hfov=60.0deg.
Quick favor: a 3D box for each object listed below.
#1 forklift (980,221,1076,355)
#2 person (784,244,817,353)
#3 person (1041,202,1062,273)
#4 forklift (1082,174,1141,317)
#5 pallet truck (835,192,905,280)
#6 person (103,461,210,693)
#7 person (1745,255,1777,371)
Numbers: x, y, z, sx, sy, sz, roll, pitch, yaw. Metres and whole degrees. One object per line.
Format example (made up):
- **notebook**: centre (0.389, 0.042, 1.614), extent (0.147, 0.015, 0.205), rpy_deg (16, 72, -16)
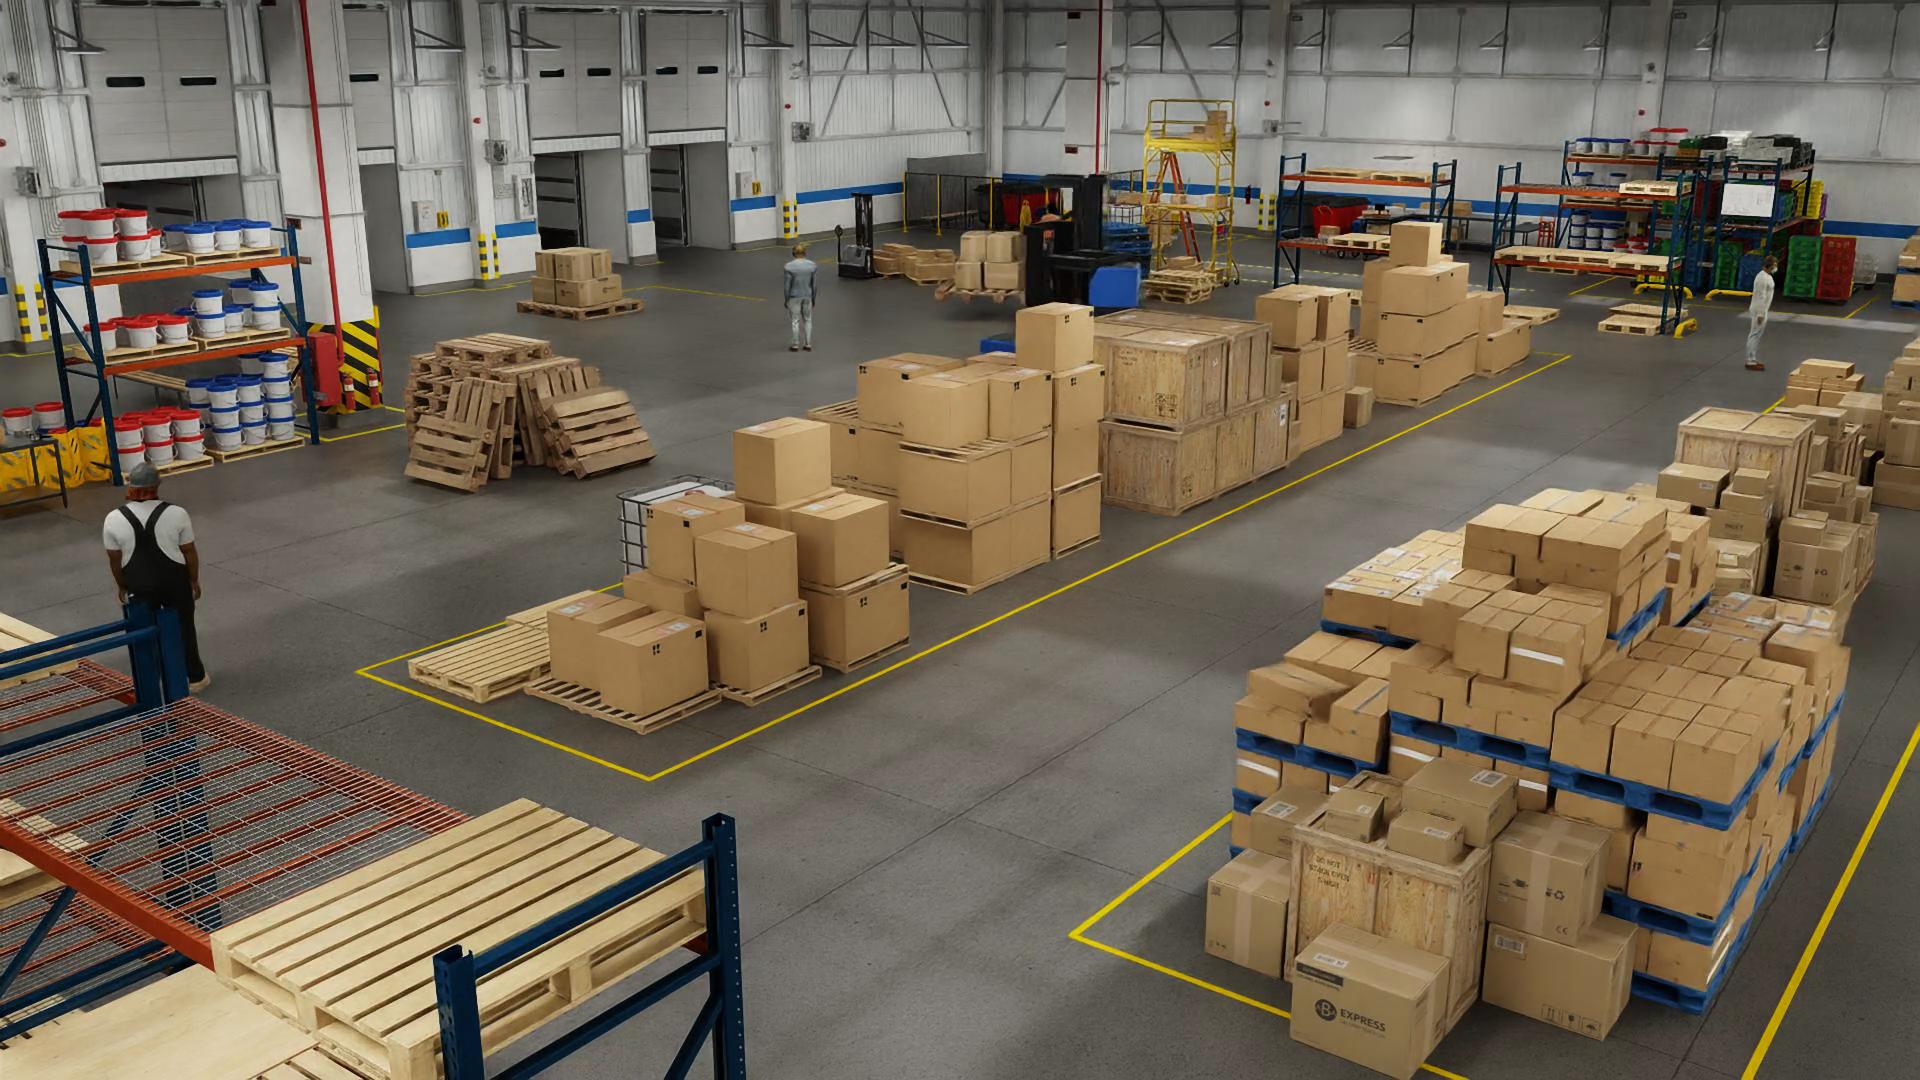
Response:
- **forklift**: centre (1.306, -3.307, 24.724), extent (1.873, 2.768, 1.129), rpy_deg (12, 21, 35)
- **person**: centre (-2.843, -4.309, 29.674), extent (0.641, 1.928, 0.386), rpy_deg (-9, 19, -28)
- **person**: centre (2.219, -7.223, 39.730), extent (0.546, 1.670, 0.715), rpy_deg (6, 18, 19)
- **forklift**: centre (2.651, -5.828, 33.073), extent (1.873, 2.768, 1.129), rpy_deg (3, 17, 10)
- **pallet truck**: centre (-1.936, -7.159, 38.982), extent (1.885, 1.965, 0.823), rpy_deg (-12, 21, -34)
- **person**: centre (-6.810, 0.323, 14.133), extent (0.684, 2.000, 0.535), rpy_deg (-4, 17, -14)
- **person**: centre (13.528, -3.836, 28.083), extent (0.372, 1.939, 0.631), rpy_deg (8, 19, 25)
